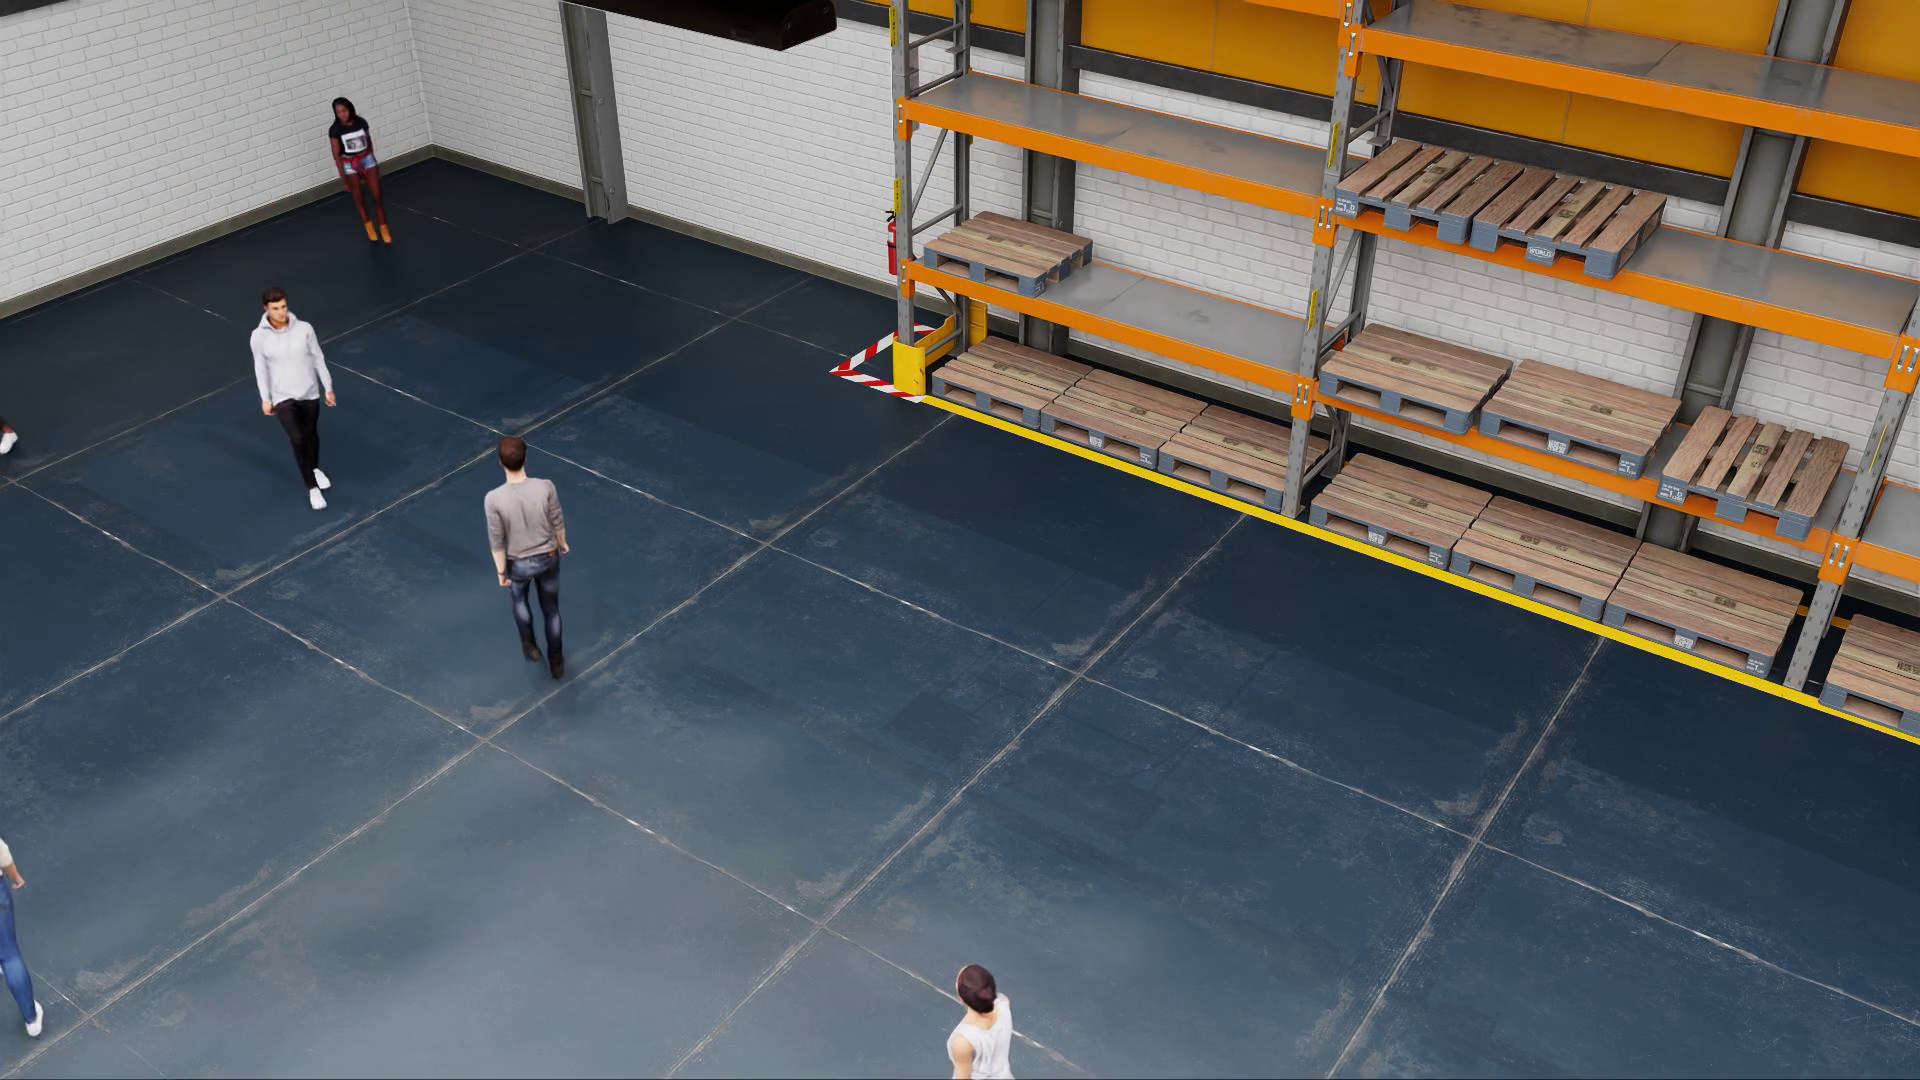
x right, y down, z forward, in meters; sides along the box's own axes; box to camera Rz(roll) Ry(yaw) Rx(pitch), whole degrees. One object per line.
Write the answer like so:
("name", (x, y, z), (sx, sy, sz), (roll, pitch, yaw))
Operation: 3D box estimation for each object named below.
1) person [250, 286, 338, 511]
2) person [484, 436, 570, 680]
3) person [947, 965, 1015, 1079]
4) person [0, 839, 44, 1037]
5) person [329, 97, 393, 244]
("person", (-5.562, -1.258, 13.823), (0.877, 1.903, 1.024), (-23, 40, -31))
("person", (-2.983, 0.186, 11.667), (0.872, 1.885, 0.926), (-10, 35, -14))
("person", (0.104, 2.672, 8.173), (0.488, 1.613, 0.563), (22, 40, 30))
("person", (-5.342, 2.041, 9.057), (0.895, 1.685, 1.131), (-19, 38, -27))
("person", (-6.588, -4.062, 18.239), (0.756, 1.685, 0.836), (-27, 42, -34))
